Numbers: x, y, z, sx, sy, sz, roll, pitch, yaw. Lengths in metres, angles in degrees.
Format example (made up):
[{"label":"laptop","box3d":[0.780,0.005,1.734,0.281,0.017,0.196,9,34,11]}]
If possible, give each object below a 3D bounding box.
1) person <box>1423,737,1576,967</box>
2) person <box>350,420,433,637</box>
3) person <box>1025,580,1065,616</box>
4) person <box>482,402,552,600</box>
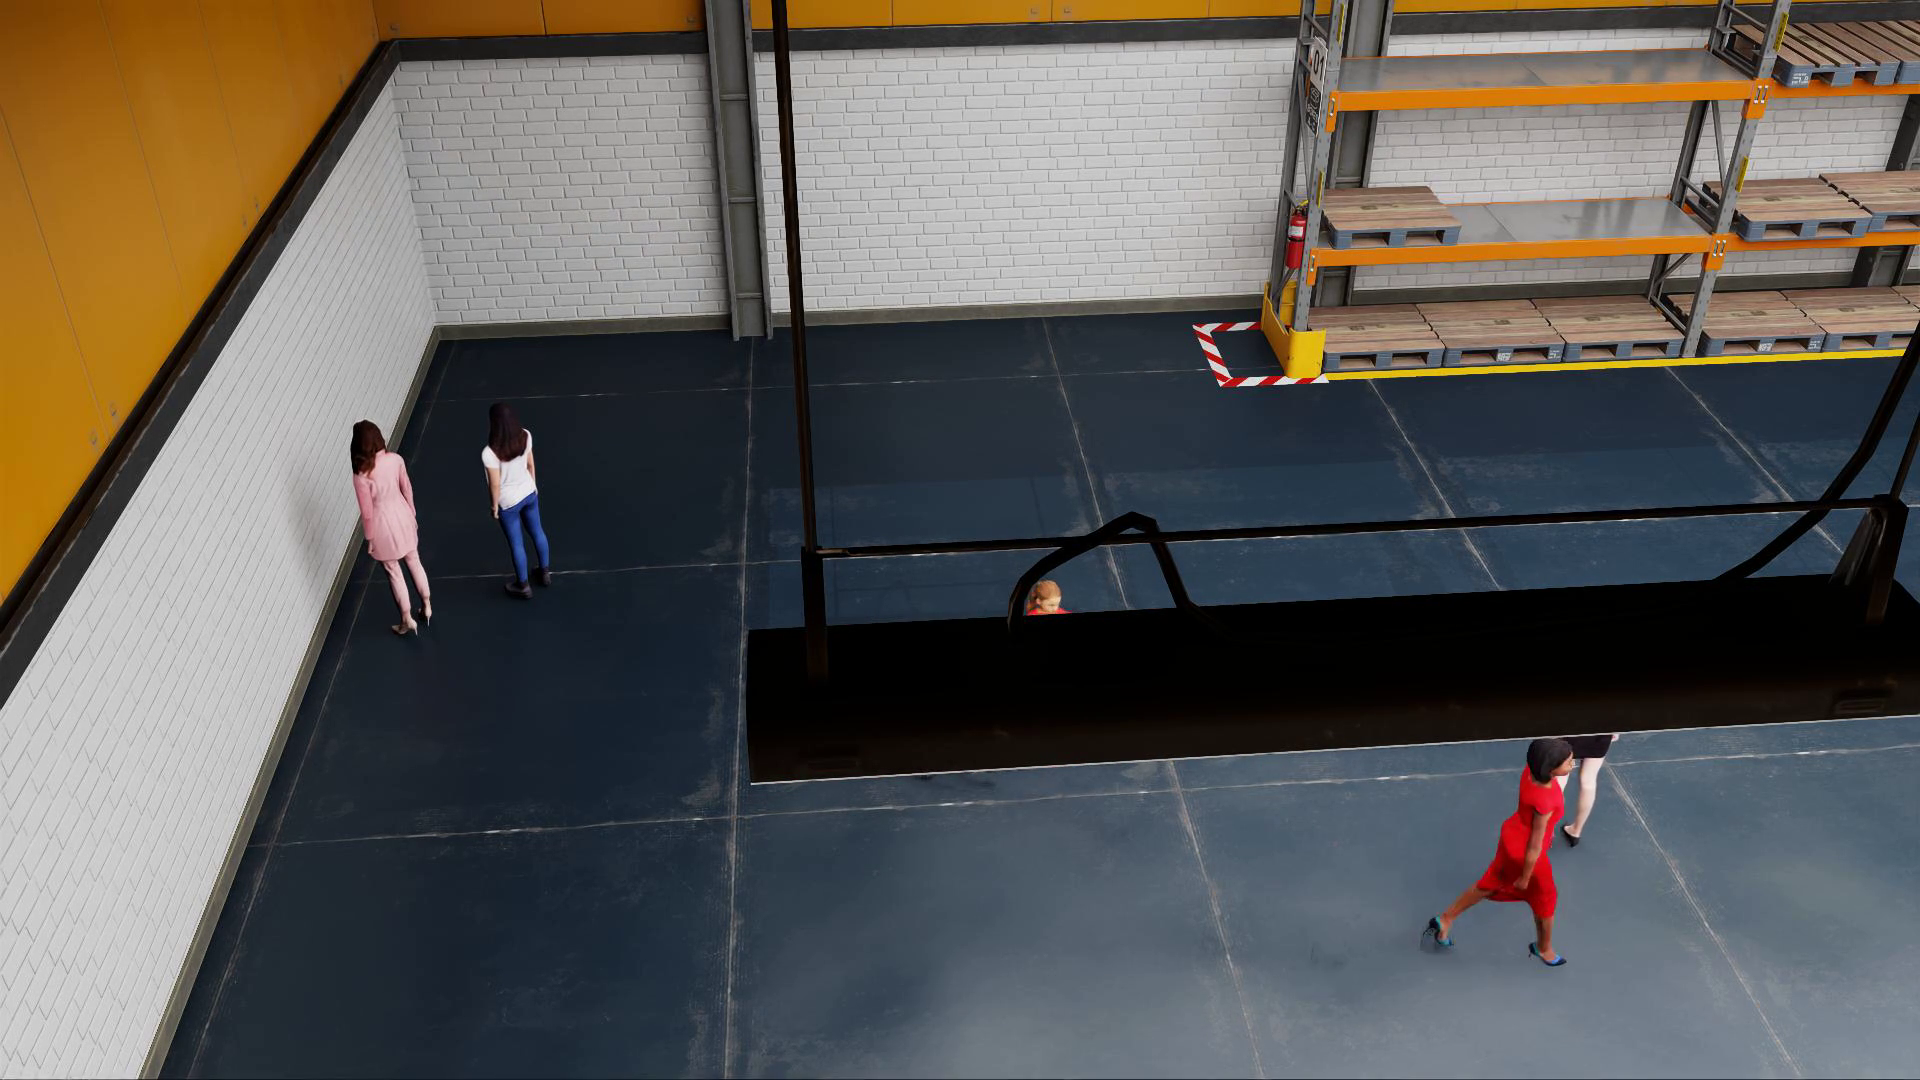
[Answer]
[{"label":"person","box3d":[3.159,1.798,9.592,1.106,1.703,0.671,1,34,2]},{"label":"person","box3d":[-4.207,-0.076,12.321,0.733,1.802,0.682,23,40,30]},{"label":"person","box3d":[0.557,0.798,11.460,0.486,1.300,0.650,-8,35,-12]},{"label":"person","box3d":[-3.403,-0.302,12.767,0.723,1.685,0.676,22,40,30]}]
